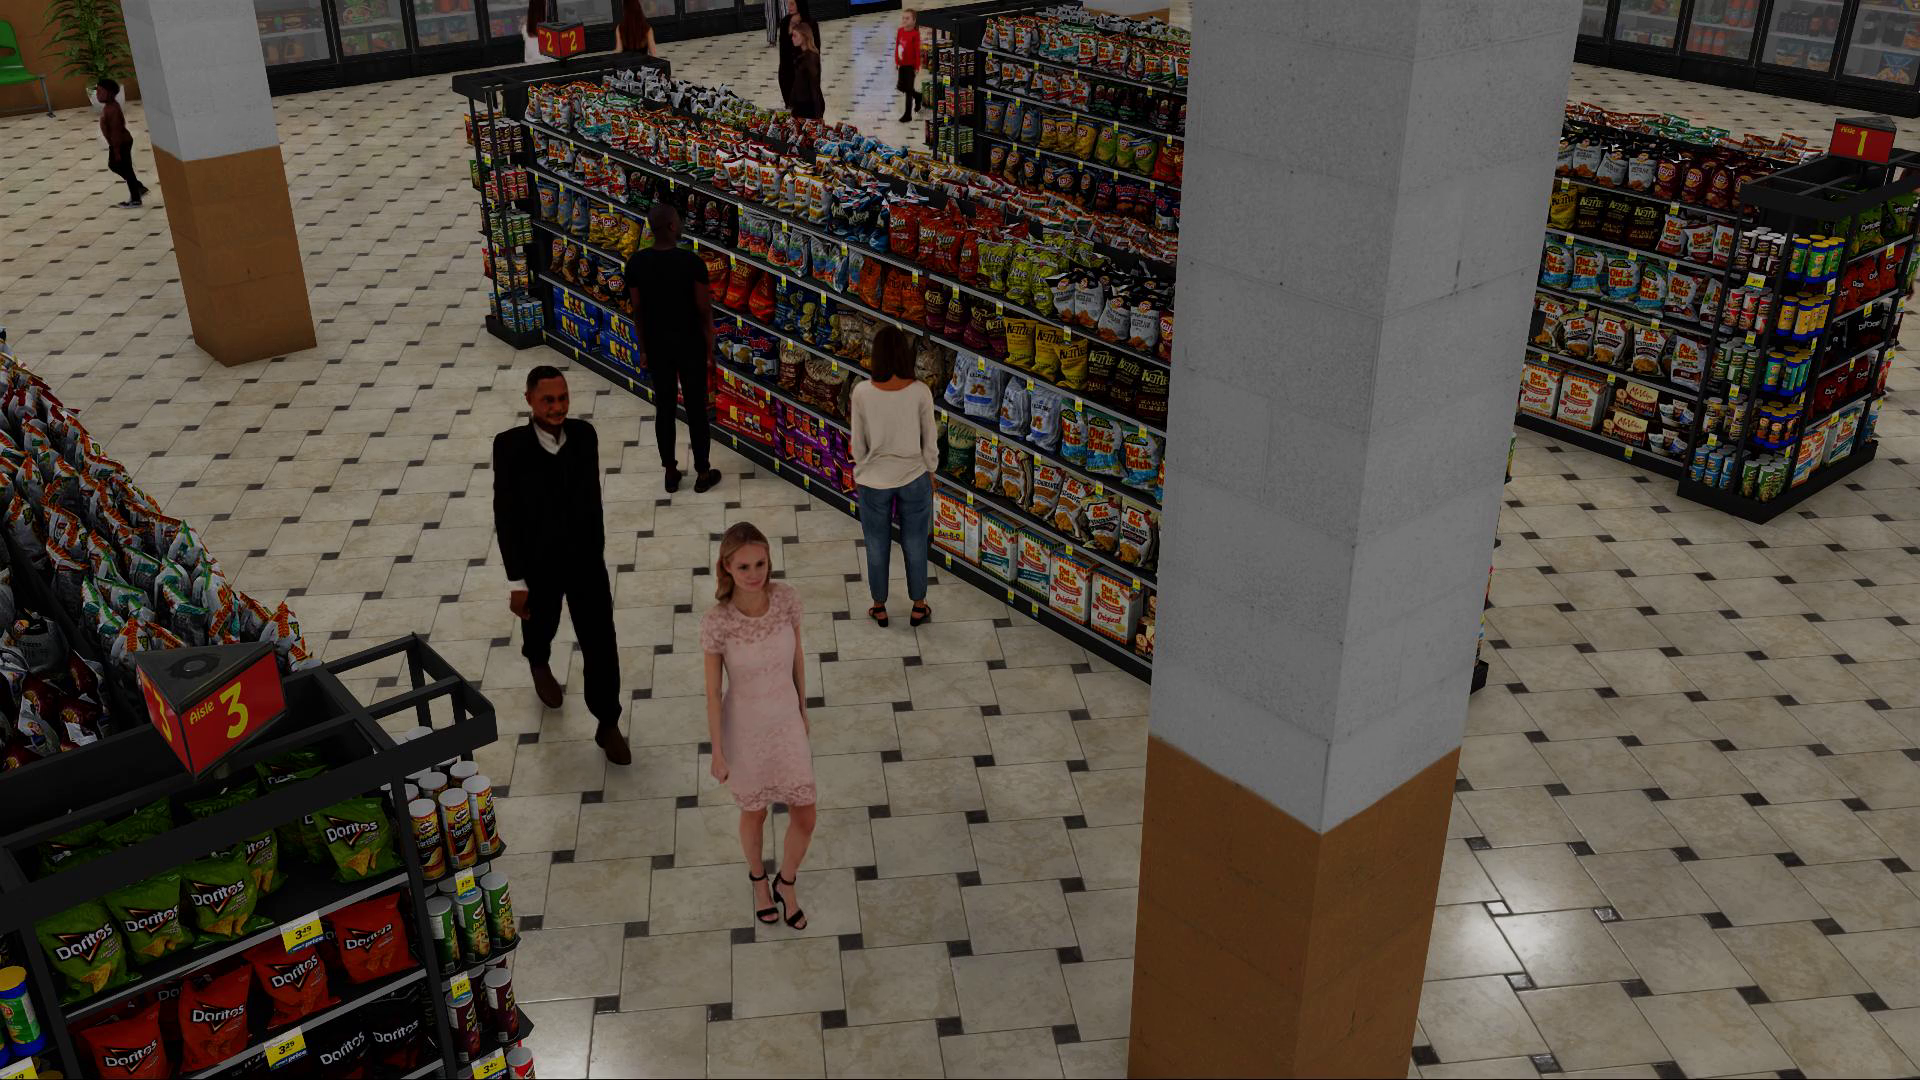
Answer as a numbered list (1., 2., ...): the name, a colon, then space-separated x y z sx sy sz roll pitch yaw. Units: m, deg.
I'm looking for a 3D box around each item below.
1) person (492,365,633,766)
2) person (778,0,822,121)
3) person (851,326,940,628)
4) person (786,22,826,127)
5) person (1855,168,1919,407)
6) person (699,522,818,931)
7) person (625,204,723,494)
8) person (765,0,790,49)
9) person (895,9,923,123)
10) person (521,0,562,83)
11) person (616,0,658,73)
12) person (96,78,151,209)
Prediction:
1. person: -1.917 0.068 7.742 0.870 1.869 1.302 -14 30 -25
2. person: -1.715 -5.006 17.874 0.654 1.752 0.795 16 31 28
3. person: -0.345 -0.313 8.702 0.694 1.678 0.740 1 27 1
4. person: -1.385 -4.256 16.500 0.990 1.658 1.086 -6 27 -11
5. person: 6.448 -1.795 11.598 0.652 1.703 0.586 -14 30 -25
6. person: -0.809 0.717 6.520 0.670 1.816 0.706 -12 29 -22
7. person: -1.749 -1.160 10.219 0.735 1.818 0.805 4 27 7
8. person: -2.590 -7.850 23.558 0.765 1.684 0.846 5 27 10
9. person: -0.576 -5.585 19.549 0.726 1.270 0.626 21 34 35
10. person: -4.522 -4.953 17.885 1.130 1.649 1.073 8 28 15
11. person: -3.446 -4.863 17.682 1.071 1.672 1.154 1 27 2
12. person: -8.099 -3.855 16.160 0.640 1.250 0.527 -13 30 -24
